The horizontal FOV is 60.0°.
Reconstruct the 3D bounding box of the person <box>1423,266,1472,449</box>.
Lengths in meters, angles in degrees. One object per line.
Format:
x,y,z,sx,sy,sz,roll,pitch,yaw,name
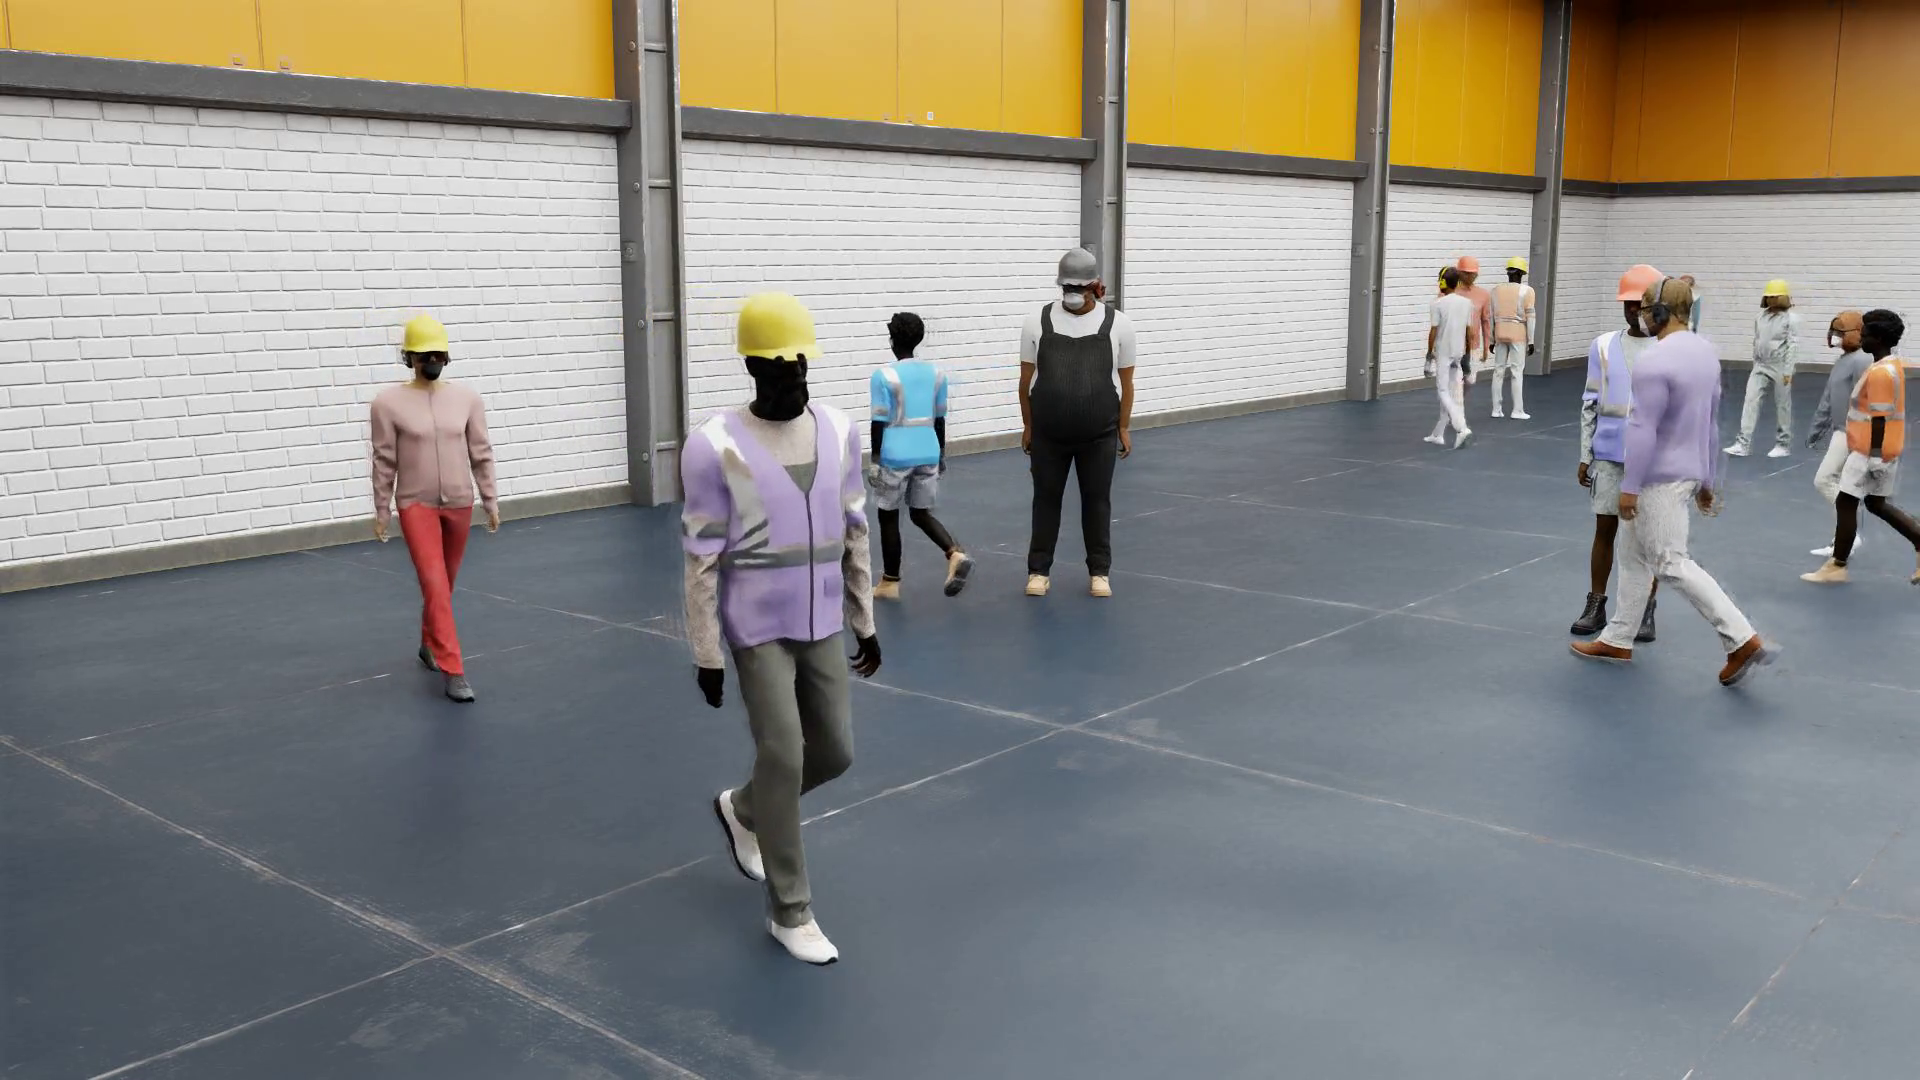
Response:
4.999,-1.855,16.979,0.552,1.880,0.716,-4,11,-22,person

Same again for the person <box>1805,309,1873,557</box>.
5.699,-0.679,10.785,0.376,1.625,0.514,3,10,18,person

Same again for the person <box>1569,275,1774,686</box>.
3.382,-0.279,7.776,0.925,1.905,0.623,9,14,43,person

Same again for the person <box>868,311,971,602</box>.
-0.243,-0.452,9.410,0.545,1.676,0.609,-9,13,-41,person

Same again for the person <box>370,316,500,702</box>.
-2.416,-0.172,7.678,0.535,1.720,0.893,-7,12,-36,person

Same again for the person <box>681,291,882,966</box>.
-0.538,0.229,4.860,0.607,1.907,0.658,-9,13,-42,person

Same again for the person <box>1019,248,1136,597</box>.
0.670,-0.677,9.633,0.675,2.000,0.537,1,10,6,person

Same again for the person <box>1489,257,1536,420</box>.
6.540,-2.387,19.720,0.585,1.918,0.382,9,14,43,person

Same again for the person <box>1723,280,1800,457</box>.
7.758,-1.635,15.995,0.840,1.704,0.502,-5,11,-28,person

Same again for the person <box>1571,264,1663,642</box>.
3.473,-0.443,8.599,0.545,1.938,0.358,7,12,35,person

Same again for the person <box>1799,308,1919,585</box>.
5.506,-0.533,9.884,0.725,1.682,0.534,7,12,35,person

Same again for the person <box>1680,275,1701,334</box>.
11.104,-3.276,25.648,0.518,1.619,0.723,7,12,36,person

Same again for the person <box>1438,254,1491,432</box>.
5.577,-2.197,18.527,0.627,1.963,0.863,-1,10,-4,person
